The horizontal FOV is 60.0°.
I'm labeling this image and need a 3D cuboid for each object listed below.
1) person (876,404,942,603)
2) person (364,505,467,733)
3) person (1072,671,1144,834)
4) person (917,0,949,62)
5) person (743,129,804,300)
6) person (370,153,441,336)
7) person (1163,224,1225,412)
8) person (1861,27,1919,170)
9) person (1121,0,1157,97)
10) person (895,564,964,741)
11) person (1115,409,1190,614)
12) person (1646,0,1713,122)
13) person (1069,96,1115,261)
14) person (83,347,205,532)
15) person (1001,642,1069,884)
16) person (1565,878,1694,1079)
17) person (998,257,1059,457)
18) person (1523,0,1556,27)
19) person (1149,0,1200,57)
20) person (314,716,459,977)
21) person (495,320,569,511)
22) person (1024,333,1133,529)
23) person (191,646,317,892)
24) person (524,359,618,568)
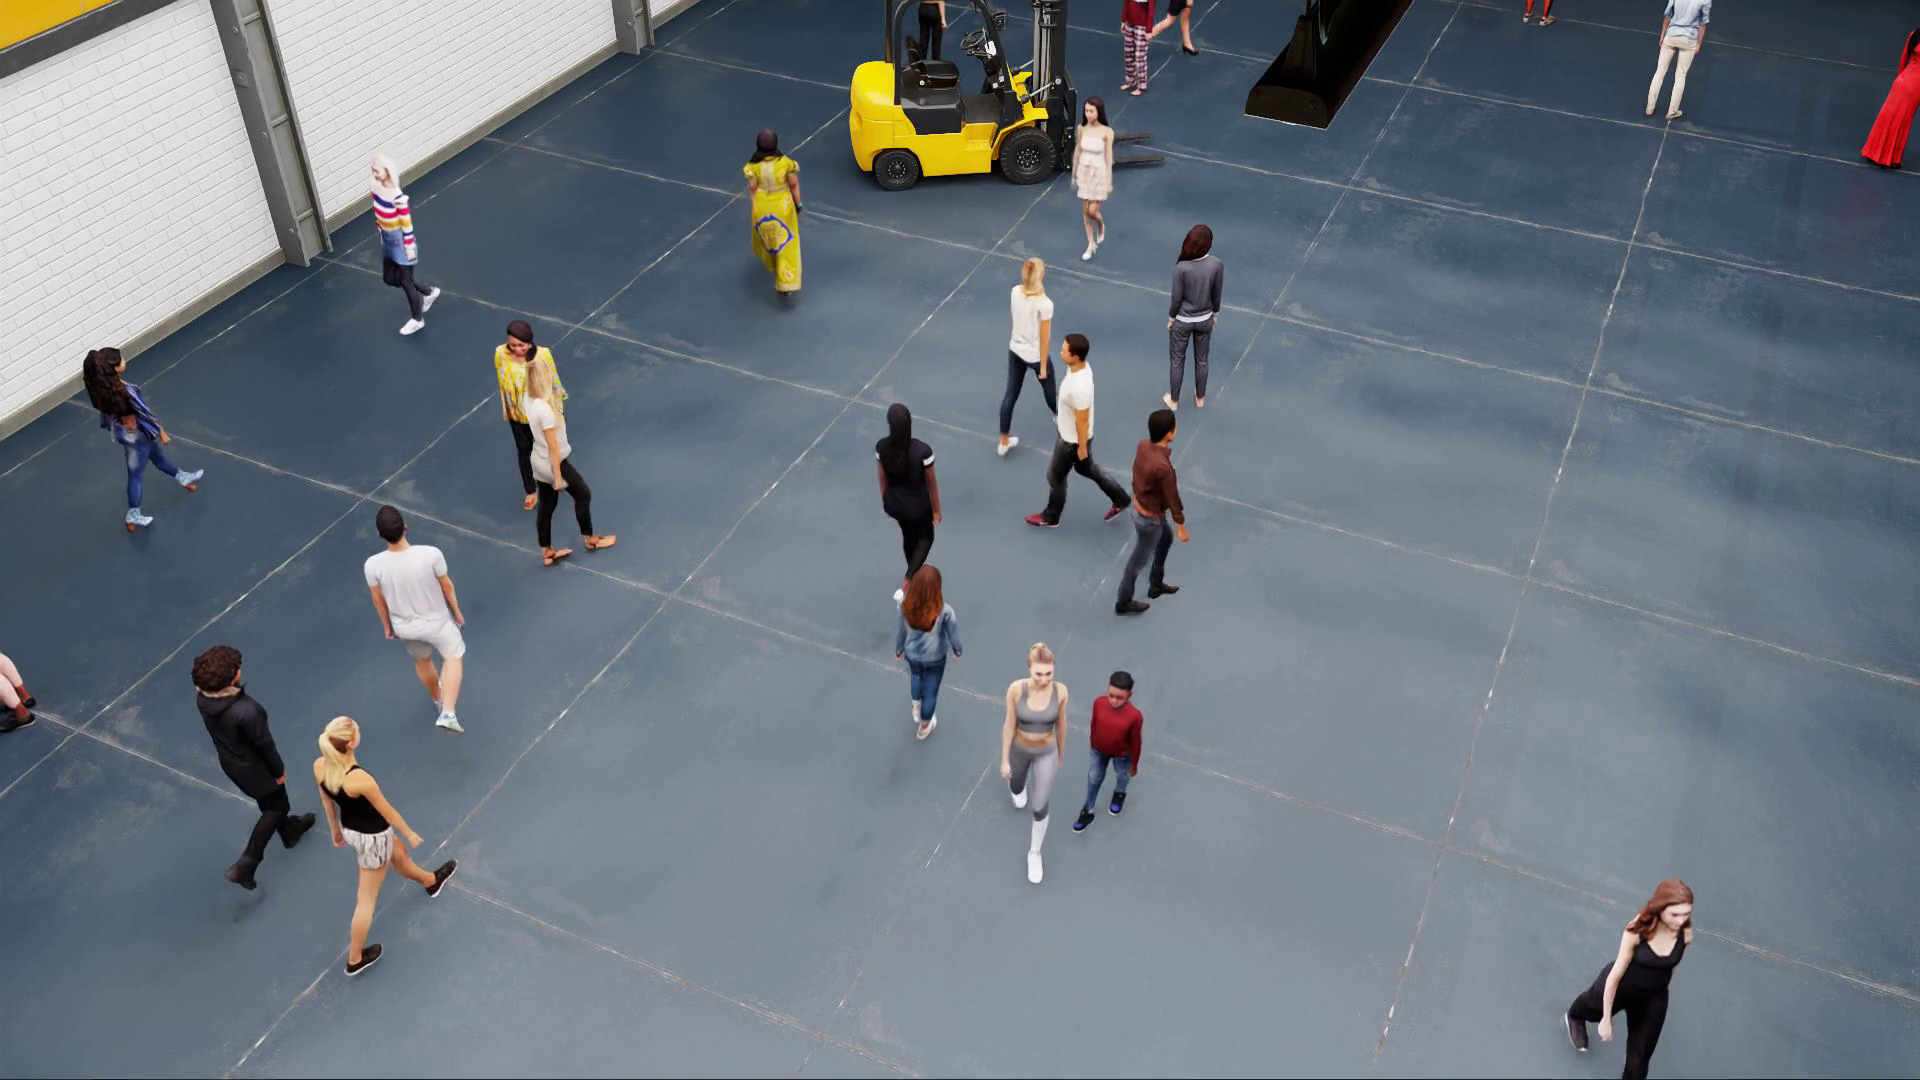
[{"bbox_3d":[-0.407,-0.206,12.279,0.669,1.721,0.883,16,41,19],"label":"person"},{"bbox_3d":[-3.625,0.578,11.200,1.008,1.842,1.110,-7,39,-9],"label":"person"},{"bbox_3d":[1.019,1.302,10.779,0.511,1.236,0.722,17,42,21],"label":"person"},{"bbox_3d":[-0.361,-6.298,19.970,0.603,1.644,0.583,23,44,26],"label":"person"},{"bbox_3d":[-1.782,-3.107,16.008,1.076,1.612,1.341,0,39,0],"label":"person"},{"bbox_3d":[-5.151,-2.788,15.449,0.768,1.800,0.855,28,46,30],"label":"person"},{"bbox_3d":[2.016,-1.922,14.391,0.692,1.768,0.717,-7,39,-9],"label":"person"},{"bbox_3d":[10.347,-4.929,18.153,0.792,1.783,0.730,-12,40,-15],"label":"person"},{"bbox_3d":[2.120,-6.136,19.720,0.651,1.702,0.681,-28,46,-30],"label":"person"},{"bbox_3d":[-0.257,0.803,11.217,0.630,1.471,0.612,11,40,14],"label":"person"},{"bbox_3d":[1.301,-0.158,12.194,0.930,1.754,0.876,-5,39,-7],"label":"person"},{"bbox_3d":[8.297,-5.768,19.142,0.691,1.848,0.620,25,45,28],"label":"person"},{"bbox_3d":[1.369,-3.608,16.538,0.637,1.723,0.709,22,44,26],"label":"person"},{"bbox_3d":[-6.571,-0.765,13.095,0.718,1.576,1.041,21,43,24],"label":"person"},{"bbox_3d":[0.442,1.289,10.438,0.832,1.683,1.130,1,39,1],"label":"person"},{"bbox_3d":[3.606,2.382,9.060,0.962,1.695,1.235,-2,39,-3],"label":"person"},{"bbox_3d":[0.507,-1.473,13.833,0.820,1.763,1.189,28,46,30],"label":"person"},{"bbox_3d":[7.616,-7.580,21.443,0.671,1.808,0.593,24,45,27],"label":"person"},{"bbox_3d":[2.609,-6.707,20.480,0.964,1.646,1.064,-3,39,-4],"label":"person"},{"bbox_3d":[-3.519,1.794,9.719,0.696,1.791,1.214,20,43,23],"label":"person"},{"bbox_3d":[-3.448,-1.114,13.487,0.917,1.633,1.028,-1,39,-2],"label":"person"},{"bbox_3d":[1.003,-0.823,13.023,0.996,1.766,1.149,2,39,3],"label":"person"},{"bbox_3d":[-4.403,1.413,10.220,0.610,1.762,1.000,16,41,19],"label":"person"},{"bbox_3d":[-3.188,-0.526,12.611,0.954,1.807,0.836,-26,46,-29],"label":"person"}]
